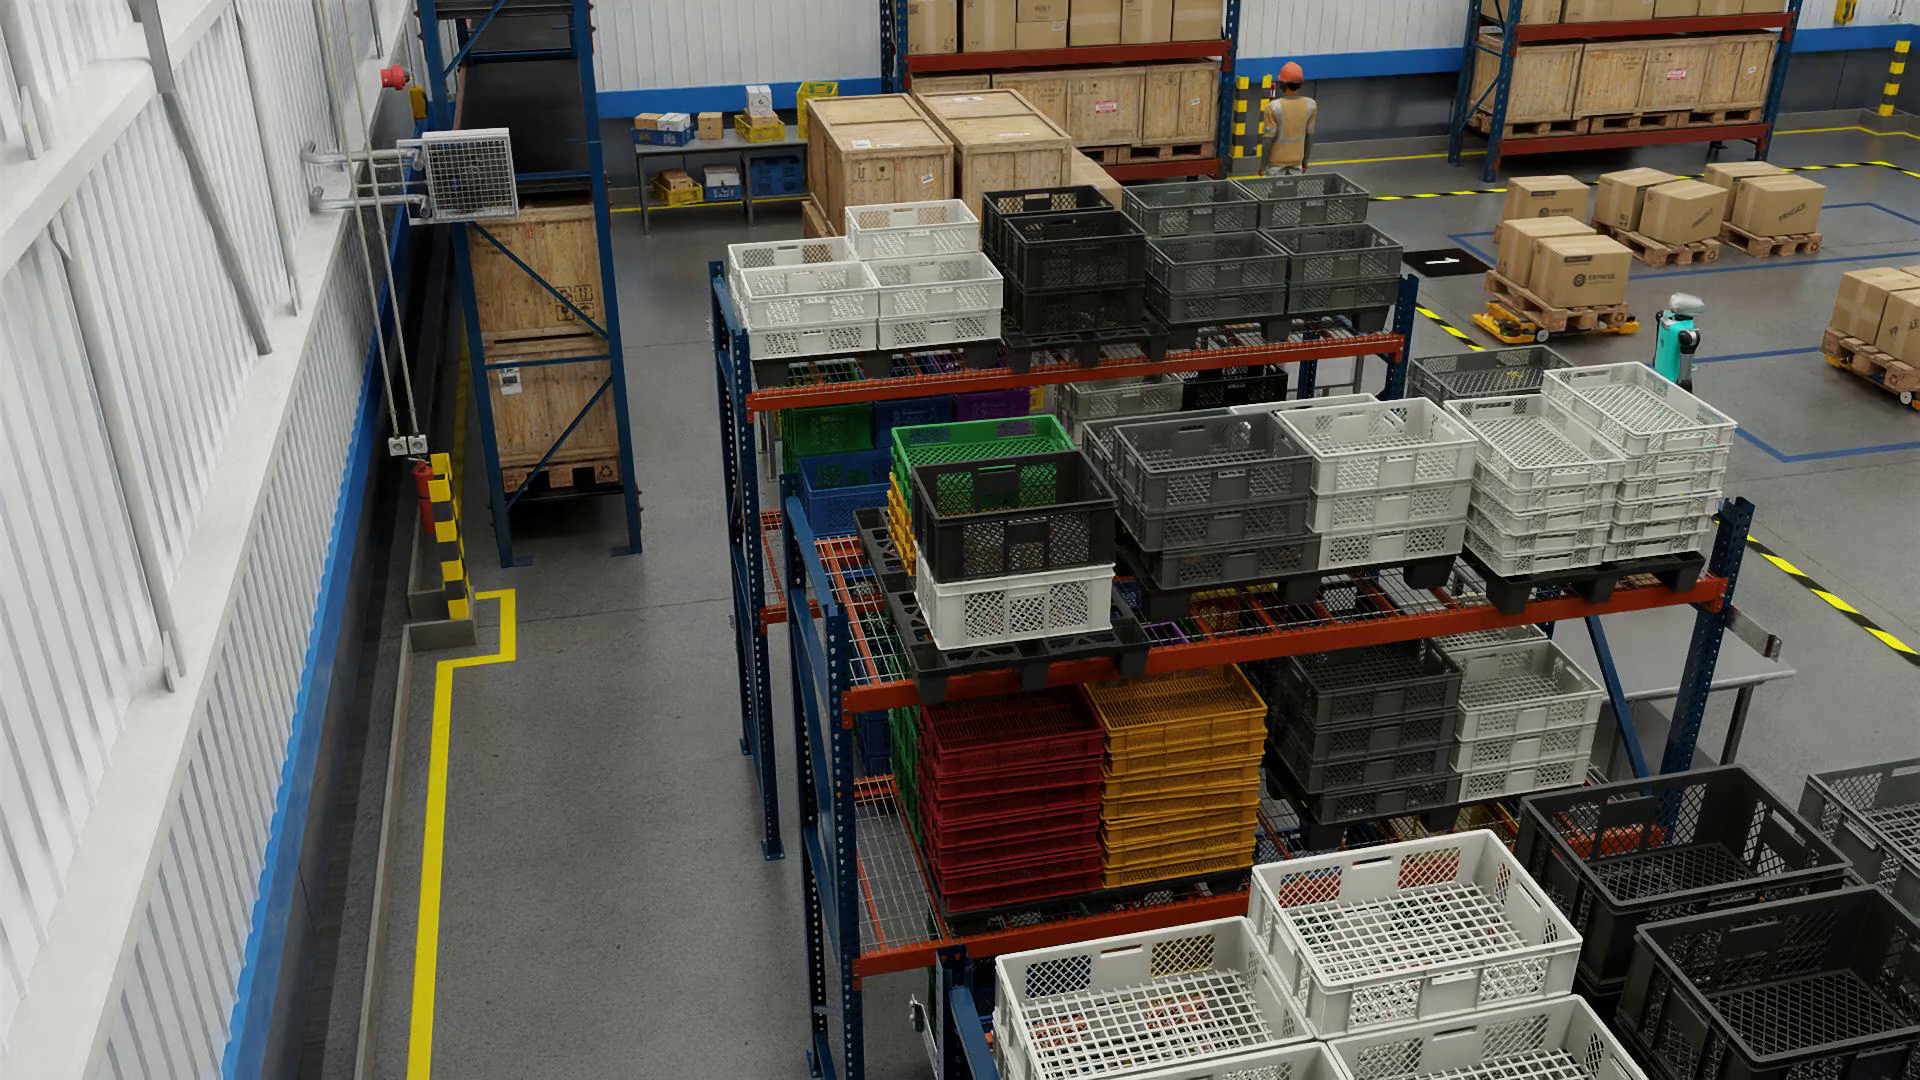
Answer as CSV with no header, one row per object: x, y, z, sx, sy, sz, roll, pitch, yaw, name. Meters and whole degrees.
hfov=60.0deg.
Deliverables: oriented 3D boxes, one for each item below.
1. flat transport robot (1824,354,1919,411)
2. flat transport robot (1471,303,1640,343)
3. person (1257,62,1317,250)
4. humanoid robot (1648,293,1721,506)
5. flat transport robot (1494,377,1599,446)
8.473,-1.467,14.800,0.652,0.197,1.431,-6,28,-12,flat transport robot
5.778,-2.164,16.122,1.431,0.197,0.652,-6,28,-12,flat transport robot
3.500,-4.118,17.955,0.606,2.048,0.367,-9,29,-16,person
5.404,-1.006,12.236,0.735,1.677,0.533,-1,28,-2,humanoid robot
4.780,-1.036,14.013,0.659,0.231,1.431,-6,28,-12,flat transport robot
